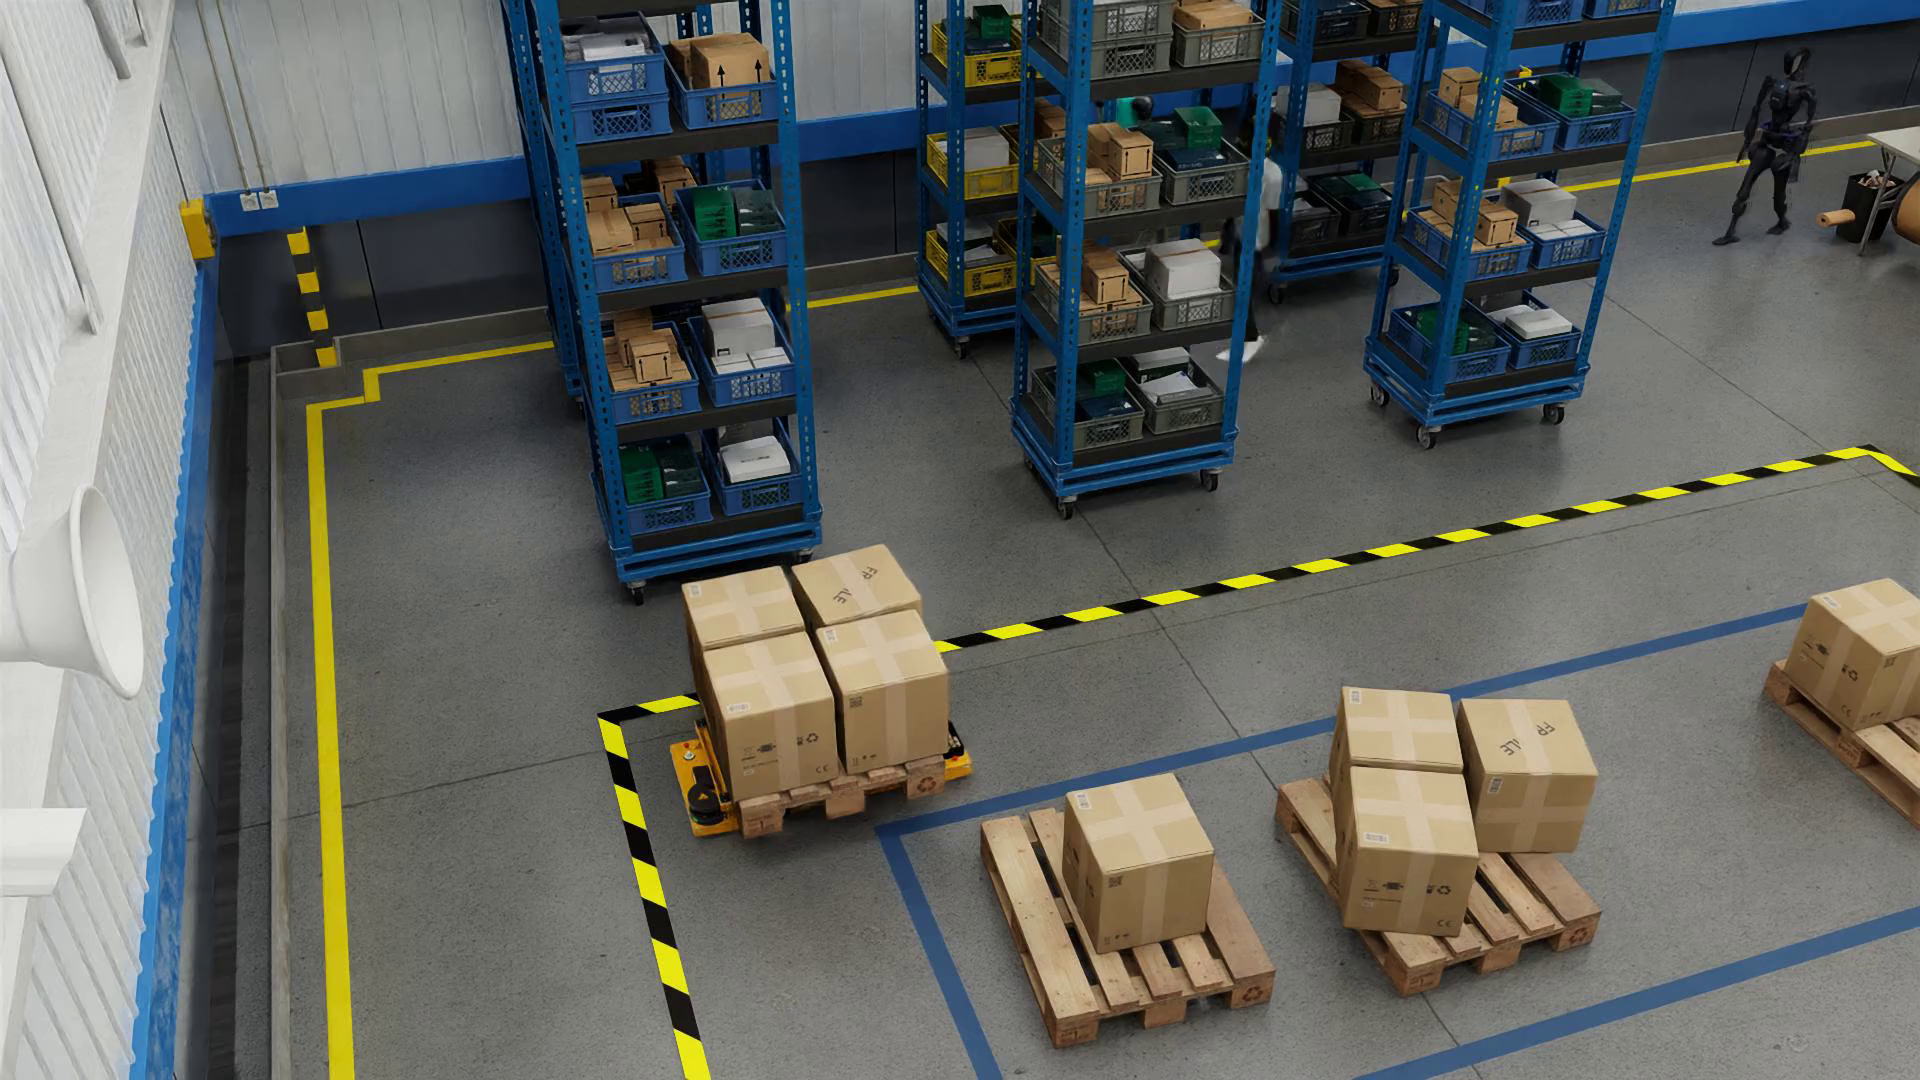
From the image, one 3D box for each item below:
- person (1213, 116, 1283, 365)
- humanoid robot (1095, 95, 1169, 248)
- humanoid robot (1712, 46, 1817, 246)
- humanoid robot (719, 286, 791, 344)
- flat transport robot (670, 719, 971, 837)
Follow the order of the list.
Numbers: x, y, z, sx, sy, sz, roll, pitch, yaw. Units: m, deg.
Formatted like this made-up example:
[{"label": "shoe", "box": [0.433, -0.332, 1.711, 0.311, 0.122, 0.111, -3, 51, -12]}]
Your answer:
[{"label": "person", "box": [1.996, -2.063, 11.604, 0.441, 1.853, 0.544, -14, 37, -18]}, {"label": "humanoid robot", "box": [1.413, -2.837, 12.815, 0.801, 1.798, 0.566, -29, 45, -35]}, {"label": "humanoid robot", "box": [6.584, -3.153, 13.363, 0.780, 1.644, 0.589, -18, 39, -24]}, {"label": "humanoid robot", "box": [-1.435, -1.503, 10.991, 0.603, 1.636, 0.667, 26, 43, 32]}, {"label": "flat transport robot", "box": [-0.721, 1.075, 8.507, 1.431, 0.197, 0.652, -11, 37, -15]}]
